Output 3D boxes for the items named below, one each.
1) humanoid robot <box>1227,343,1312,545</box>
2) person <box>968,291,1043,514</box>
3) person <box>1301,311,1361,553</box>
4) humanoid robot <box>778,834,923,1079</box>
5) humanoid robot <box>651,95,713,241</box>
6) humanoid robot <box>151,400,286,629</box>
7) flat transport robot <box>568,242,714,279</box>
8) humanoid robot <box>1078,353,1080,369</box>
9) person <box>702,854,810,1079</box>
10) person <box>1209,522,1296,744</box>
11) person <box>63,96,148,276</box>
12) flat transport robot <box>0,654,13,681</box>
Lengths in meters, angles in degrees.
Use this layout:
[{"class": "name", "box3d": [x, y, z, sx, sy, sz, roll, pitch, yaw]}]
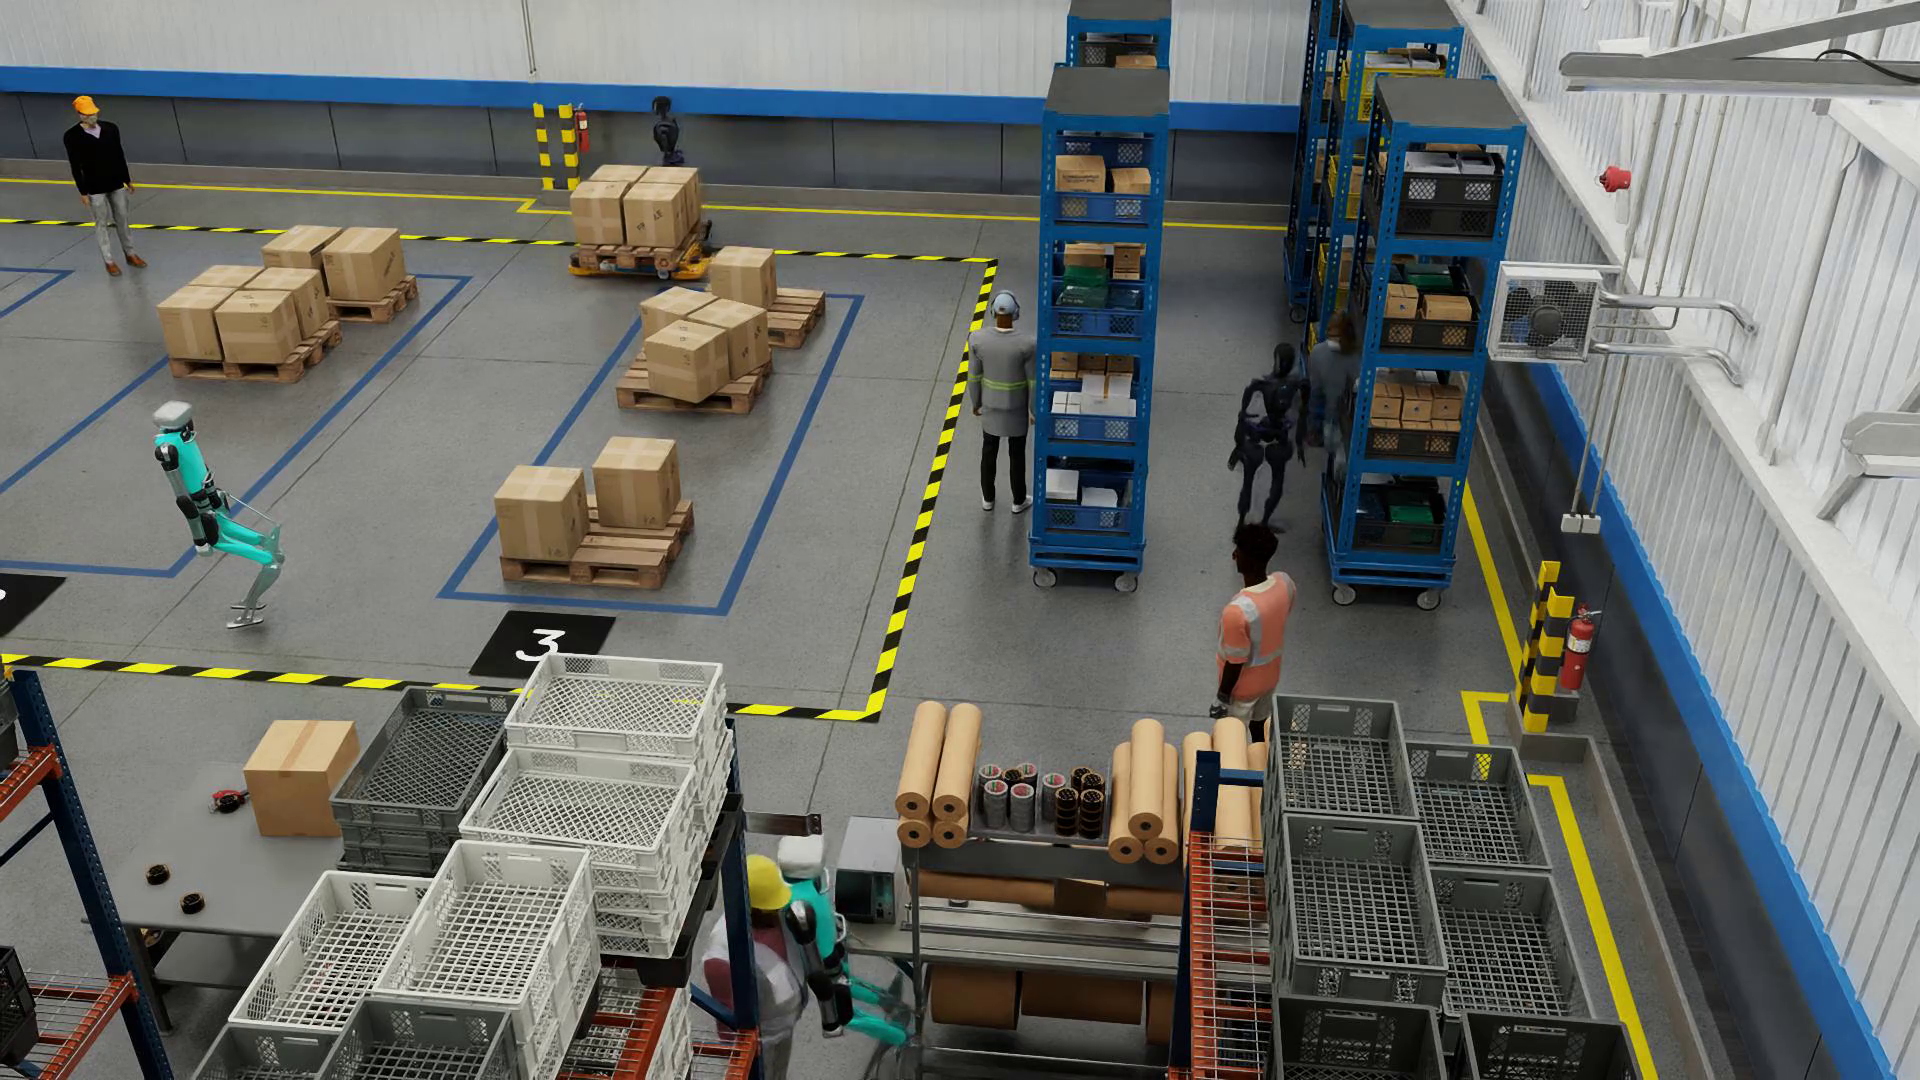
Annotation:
[{"class": "humanoid robot", "box3d": [2.319, -0.737, 12.555, 0.608, 1.644, 0.363, -6, 31, -10]}, {"class": "person", "box3d": [0.356, -1.069, 12.935, 0.589, 1.853, 0.375, 8, 31, 13]}, {"class": "person", "box3d": [2.853, -0.842, 12.508, 0.624, 1.889, 0.822, 24, 38, 35]}, {"class": "humanoid robot", "box3d": [-0.407, 2.058, 7.712, 0.853, 1.793, 0.567, -4, 30, -7]}, {"class": "humanoid robot", "box3d": [-3.110, -4.092, 18.321, 0.695, 1.627, 0.598, -2, 30, -4]}, {"class": "humanoid robot", "box3d": [-4.974, -0.177, 11.385, 0.735, 1.677, 0.533, -5, 31, -8]}, {"class": "flat transport robot", "box3d": [-3.421, -3.035, 17.859, 1.431, 0.197, 0.652, 3, 30, 6]}, {"class": "humanoid robot", "box3d": [1.047, -1.359, 13.608, 0.416, 1.636, 0.611, -14, 33, -23]}, {"class": "person", "box3d": [-0.878, 2.130, 7.466, 0.404, 1.829, 0.599, 11, 32, 18]}, {"class": "person", "box3d": [1.660, 0.785, 9.639, 0.364, 1.963, 0.610, 24, 38, 35]}, {"class": "person", "box3d": [-8.981, -3.732, 17.478, 0.386, 1.883, 0.586, 21, 36, 32]}, {"class": "flat transport robot", "box3d": [-7.142, 0.969, 11.010, 1.431, 0.231, 0.659, 3, 30, 6]}]
